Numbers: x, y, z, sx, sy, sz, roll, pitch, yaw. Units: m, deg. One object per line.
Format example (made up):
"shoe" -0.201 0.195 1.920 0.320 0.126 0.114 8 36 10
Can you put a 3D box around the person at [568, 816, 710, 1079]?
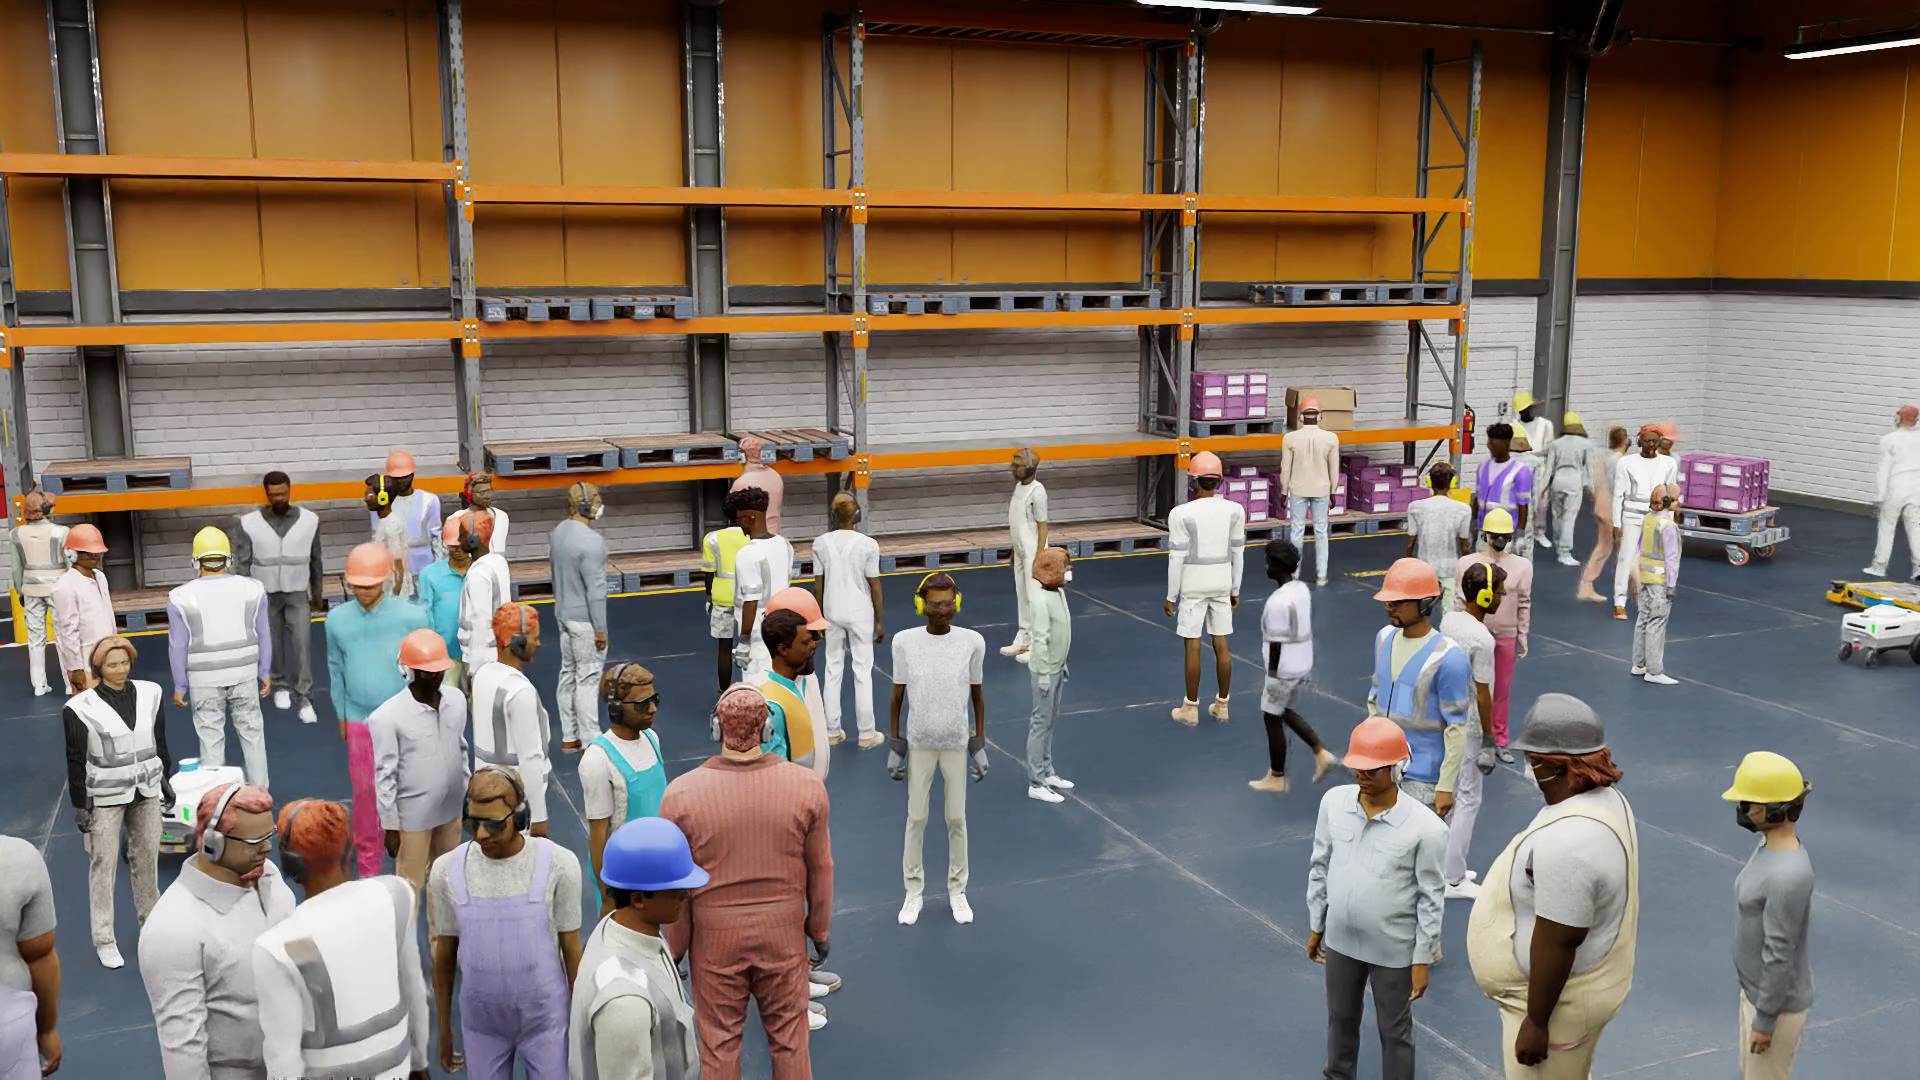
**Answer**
"person" -0.908 1.725 4.774 0.413 1.942 0.606 -2 10 -10

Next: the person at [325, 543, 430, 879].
"person" -3.171 0.940 9.253 0.619 1.958 0.888 0 10 0

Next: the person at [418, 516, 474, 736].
"person" -3.338 0.704 11.177 0.562 1.753 0.333 -4 11 -21

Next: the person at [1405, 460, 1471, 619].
"person" 3.797 0.293 13.261 0.516 1.860 0.316 3 10 19

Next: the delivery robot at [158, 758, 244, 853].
"delivery robot" -4.475 1.516 9.683 0.477 0.478 0.707 1 10 3

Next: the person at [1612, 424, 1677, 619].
"person" 6.509 -0.171 15.847 0.585 1.882 0.337 1 10 3

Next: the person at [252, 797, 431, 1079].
"person" -1.813 1.707 5.118 0.817 1.863 0.599 7 12 34

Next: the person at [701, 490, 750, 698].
"person" -1.693 0.468 12.707 0.540 1.695 0.318 0 10 -2

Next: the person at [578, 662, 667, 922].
"person" -1.351 1.407 6.872 0.345 1.846 0.508 3 10 16

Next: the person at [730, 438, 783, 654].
"person" -1.800 0.059 14.480 0.399 1.902 0.642 5 11 26

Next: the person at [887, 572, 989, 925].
"person" -0.115 1.082 8.673 0.532 1.869 0.319 0 10 -3

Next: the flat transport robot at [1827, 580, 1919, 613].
"flat transport robot" 9.130 0.604 16.026 0.652 0.197 1.431 -2 10 -9

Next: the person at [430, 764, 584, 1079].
"person" -1.512 1.633 5.608 0.515 1.835 0.355 0 10 -2

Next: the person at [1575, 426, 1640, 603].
"person" 6.578 -0.227 16.466 0.732 1.786 0.570 -1 10 -4

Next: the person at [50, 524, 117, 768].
"person" -5.667 0.760 10.868 0.325 1.750 0.563 -1 10 -5

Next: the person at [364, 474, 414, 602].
"person" -4.247 0.433 12.409 0.332 1.872 0.514 -4 11 -22

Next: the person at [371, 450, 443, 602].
"person" -4.450 0.231 13.429 0.545 1.928 0.403 -2 10 -13

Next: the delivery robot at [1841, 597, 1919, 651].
"delivery robot" 7.889 0.733 14.188 0.707 0.478 0.477 -5 11 -23

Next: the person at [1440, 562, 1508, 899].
"person" 2.751 1.031 9.018 0.335 1.855 0.532 -2 10 -10

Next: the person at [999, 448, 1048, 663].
"person" 0.573 0.125 14.252 0.348 1.847 0.505 -4 11 -22

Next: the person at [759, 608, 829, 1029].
"person" -0.803 1.247 7.573 0.388 1.922 0.593 0 10 -1

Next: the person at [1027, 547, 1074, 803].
"person" 0.588 0.848 10.694 0.278 1.634 0.498 3 10 18

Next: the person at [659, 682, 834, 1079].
"person" -0.805 1.476 6.298 0.648 1.907 0.401 -2 10 -13

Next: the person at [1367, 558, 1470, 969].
"person" 2.173 1.093 8.113 0.390 2.040 0.614 -5 11 -25

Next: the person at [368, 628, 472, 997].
"person" -2.511 1.273 7.903 0.342 1.749 0.569 5 11 28

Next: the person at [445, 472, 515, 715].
"person" -3.652 0.396 12.681 0.389 1.850 0.567 6 11 30

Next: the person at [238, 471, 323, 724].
"person" -5.110 0.409 12.557 0.605 1.881 0.874 -5 11 -27

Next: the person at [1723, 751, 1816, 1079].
"person" 2.857 1.615 5.938 0.342 1.757 0.533 4 11 21

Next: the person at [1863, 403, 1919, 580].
"person" 10.093 -0.506 17.837 0.666 1.927 0.509 -1 10 -4

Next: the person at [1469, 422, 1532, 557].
"person" 4.940 -0.111 15.273 0.363 1.964 0.629 -5 11 -28

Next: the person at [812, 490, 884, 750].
"person" -0.780 0.566 11.716 0.508 1.847 0.345 3 10 16

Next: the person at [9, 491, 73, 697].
"person" -7.176 0.432 13.090 0.514 1.637 0.310 0 10 -2

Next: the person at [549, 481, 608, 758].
"person" -2.611 0.556 11.506 0.375 1.939 0.628 -8 12 -38

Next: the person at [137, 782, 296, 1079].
"person" -2.212 1.674 5.176 0.407 1.902 0.639 1 10 5

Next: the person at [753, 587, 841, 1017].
"person" -0.765 1.195 7.662 0.382 1.995 0.612 2 10 10

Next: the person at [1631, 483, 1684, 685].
"person" 5.691 0.349 13.556 0.306 1.639 0.523 0 10 -1

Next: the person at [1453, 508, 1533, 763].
"person" 3.643 0.657 11.411 0.525 1.772 0.305 1 10 4

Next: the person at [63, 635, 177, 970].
"person" -4.142 1.273 8.233 0.306 1.639 0.524 6 12 32

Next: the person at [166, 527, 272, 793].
"person" -4.550 0.828 10.244 0.592 1.832 0.404 -7 12 -37

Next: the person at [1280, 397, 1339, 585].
"person" 3.669 -0.507 17.490 0.608 1.987 0.388 1 10 4

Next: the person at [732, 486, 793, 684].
"person" -1.335 0.609 11.127 0.377 1.959 0.613 4 11 21

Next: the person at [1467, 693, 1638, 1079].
"person" 2.024 1.507 5.734 0.535 2.000 0.686 6 11 31

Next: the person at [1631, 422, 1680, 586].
"person" 7.288 -0.368 17.364 0.572 1.747 0.347 -4 11 -22

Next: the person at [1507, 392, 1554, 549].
"person" 6.638 -0.802 19.493 0.630 1.879 0.497 1 10 5

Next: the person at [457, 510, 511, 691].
"person" -3.018 0.740 10.604 0.341 1.882 0.583 0 10 -2

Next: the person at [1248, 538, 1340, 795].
"person" 2.145 0.826 10.667 0.471 1.680 0.536 6 12 33

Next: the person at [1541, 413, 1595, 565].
"person" 6.934 -0.597 18.913 0.550 1.671 0.954 7 12 33

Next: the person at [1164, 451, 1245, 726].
"person" 1.799 0.361 12.325 0.605 2.045 0.377 -3 10 -17

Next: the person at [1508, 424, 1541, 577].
"person" 5.718 -0.323 17.158 0.485 1.736 0.309 0 10 -1

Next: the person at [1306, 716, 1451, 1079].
"person" 1.580 1.530 6.423 0.561 1.752 0.324 9 13 42

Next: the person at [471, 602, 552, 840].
"person" -2.091 1.220 7.826 0.362 1.887 0.576 -7 12 -36
